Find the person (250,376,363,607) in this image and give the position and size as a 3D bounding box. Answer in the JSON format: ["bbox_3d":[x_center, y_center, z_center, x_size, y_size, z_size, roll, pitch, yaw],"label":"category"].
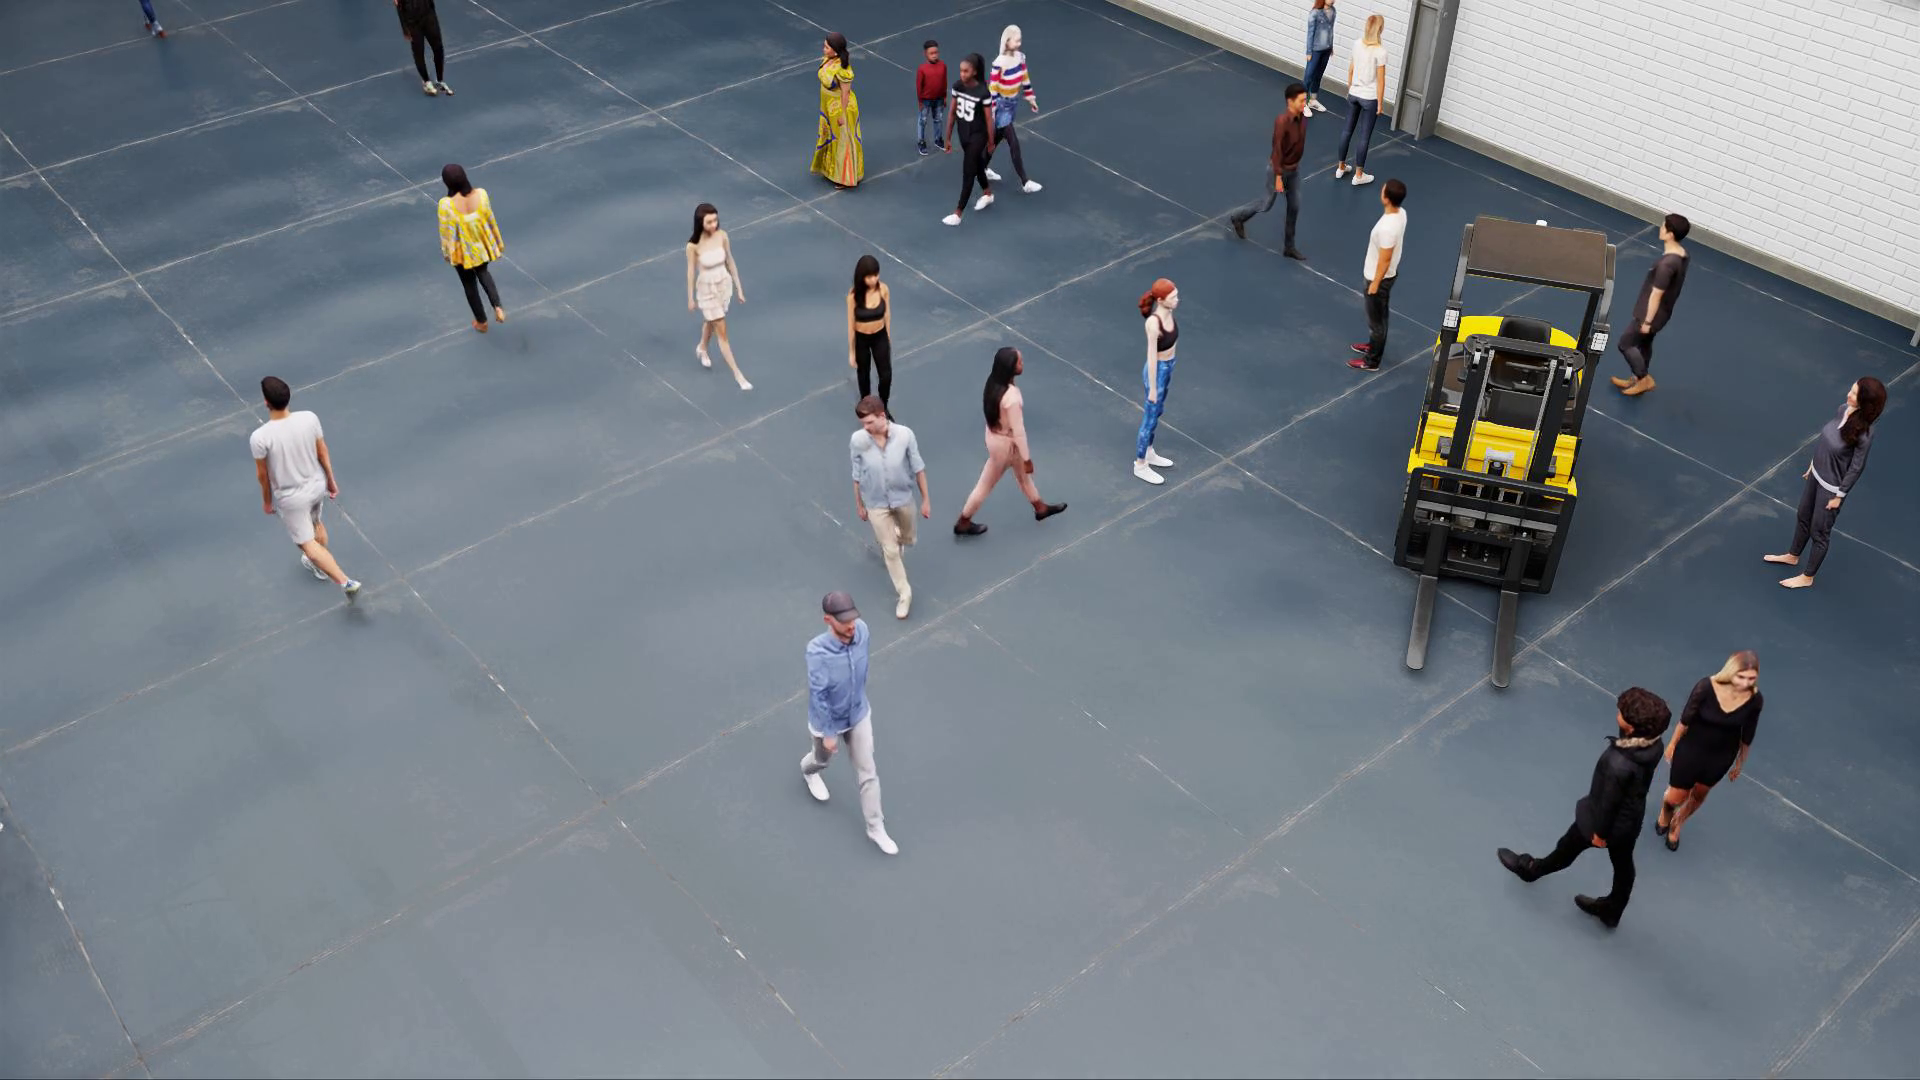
[{"bbox_3d":[-4.713,-0.320,11.980,1.194,1.831,0.841,26,46,29],"label":"person"}]

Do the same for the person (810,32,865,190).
[{"bbox_3d":[-1.271,-4.510,17.373,0.962,1.661,0.774,-20,43,-23],"label":"person"}]

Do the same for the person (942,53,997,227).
[{"bbox_3d":[0.170,-4.073,16.795,1.114,1.687,0.793,27,46,30],"label":"person"}]

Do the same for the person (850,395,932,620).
[{"bbox_3d":[-0.514,-0.319,11.998,1.033,1.809,1.156,-8,39,-10],"label":"person"}]

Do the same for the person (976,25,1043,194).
[{"bbox_3d":[0.394,-4.477,17.248,1.169,1.754,0.865,21,43,24],"label":"person"}]

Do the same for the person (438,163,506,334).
[{"bbox_3d":[-4.363,-2.581,14.964,0.717,1.642,0.741,-32,48,-33],"label":"person"}]

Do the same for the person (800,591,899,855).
[{"bbox_3d":[-0.799,1.037,10.265,0.712,1.851,1.197,-24,44,-27],"label":"person"}]

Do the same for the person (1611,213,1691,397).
[{"bbox_3d":[5.953,-1.939,14.110,0.687,1.704,0.684,27,46,30],"label":"person"}]

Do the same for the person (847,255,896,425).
[{"bbox_3d":[-0.787,-1.686,13.854,0.655,1.628,0.703,-12,40,-14],"label":"person"}]

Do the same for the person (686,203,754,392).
[{"bbox_3d":[-2.172,-2.138,14.377,0.587,1.682,1.045,-29,47,-31],"label":"person"}]

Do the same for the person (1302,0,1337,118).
[{"bbox_3d":[4.058,-5.562,18.827,0.565,1.478,0.506,-25,45,-28],"label":"person"}]

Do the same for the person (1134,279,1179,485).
[{"bbox_3d":[1.573,-1.283,13.232,0.711,1.785,0.672,15,41,18],"label":"person"}]

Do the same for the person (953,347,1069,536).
[{"bbox_3d":[0.241,-0.674,12.555,1.039,1.668,1.189,-9,39,-11],"label":"person"}]

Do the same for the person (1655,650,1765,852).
[{"bbox_3d":[4.543,1.244,10.157,0.682,1.662,0.756,10,40,12],"label":"person"}]

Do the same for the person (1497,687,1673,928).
[{"bbox_3d":[3.857,1.626,9.617,0.661,1.741,1.004,-30,47,-32],"label":"person"}]

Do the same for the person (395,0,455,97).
[{"bbox_3d":[-6.274,-6.004,19.131,0.632,1.790,0.675,-28,46,-31],"label":"person"}]

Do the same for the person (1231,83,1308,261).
[{"bbox_3d":[3.054,-3.590,16.138,0.651,1.752,1.109,-30,47,-32],"label":"person"}]

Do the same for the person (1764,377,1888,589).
[{"bbox_3d":[6.376,-0.438,12.178,0.751,1.768,0.659,-2,39,-3],"label":"person"}]

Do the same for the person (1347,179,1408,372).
[{"bbox_3d":[3.693,-2.317,14.515,0.707,1.800,0.720,15,41,18],"label":"person"}]

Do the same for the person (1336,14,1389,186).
[{"bbox_3d":[4.209,-4.606,17.365,0.661,1.809,0.417,-27,46,-30],"label":"person"}]

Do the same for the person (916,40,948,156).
[{"bbox_3d":[-0.316,-4.835,18.097,0.547,1.253,0.557,-15,41,-18],"label":"person"}]
